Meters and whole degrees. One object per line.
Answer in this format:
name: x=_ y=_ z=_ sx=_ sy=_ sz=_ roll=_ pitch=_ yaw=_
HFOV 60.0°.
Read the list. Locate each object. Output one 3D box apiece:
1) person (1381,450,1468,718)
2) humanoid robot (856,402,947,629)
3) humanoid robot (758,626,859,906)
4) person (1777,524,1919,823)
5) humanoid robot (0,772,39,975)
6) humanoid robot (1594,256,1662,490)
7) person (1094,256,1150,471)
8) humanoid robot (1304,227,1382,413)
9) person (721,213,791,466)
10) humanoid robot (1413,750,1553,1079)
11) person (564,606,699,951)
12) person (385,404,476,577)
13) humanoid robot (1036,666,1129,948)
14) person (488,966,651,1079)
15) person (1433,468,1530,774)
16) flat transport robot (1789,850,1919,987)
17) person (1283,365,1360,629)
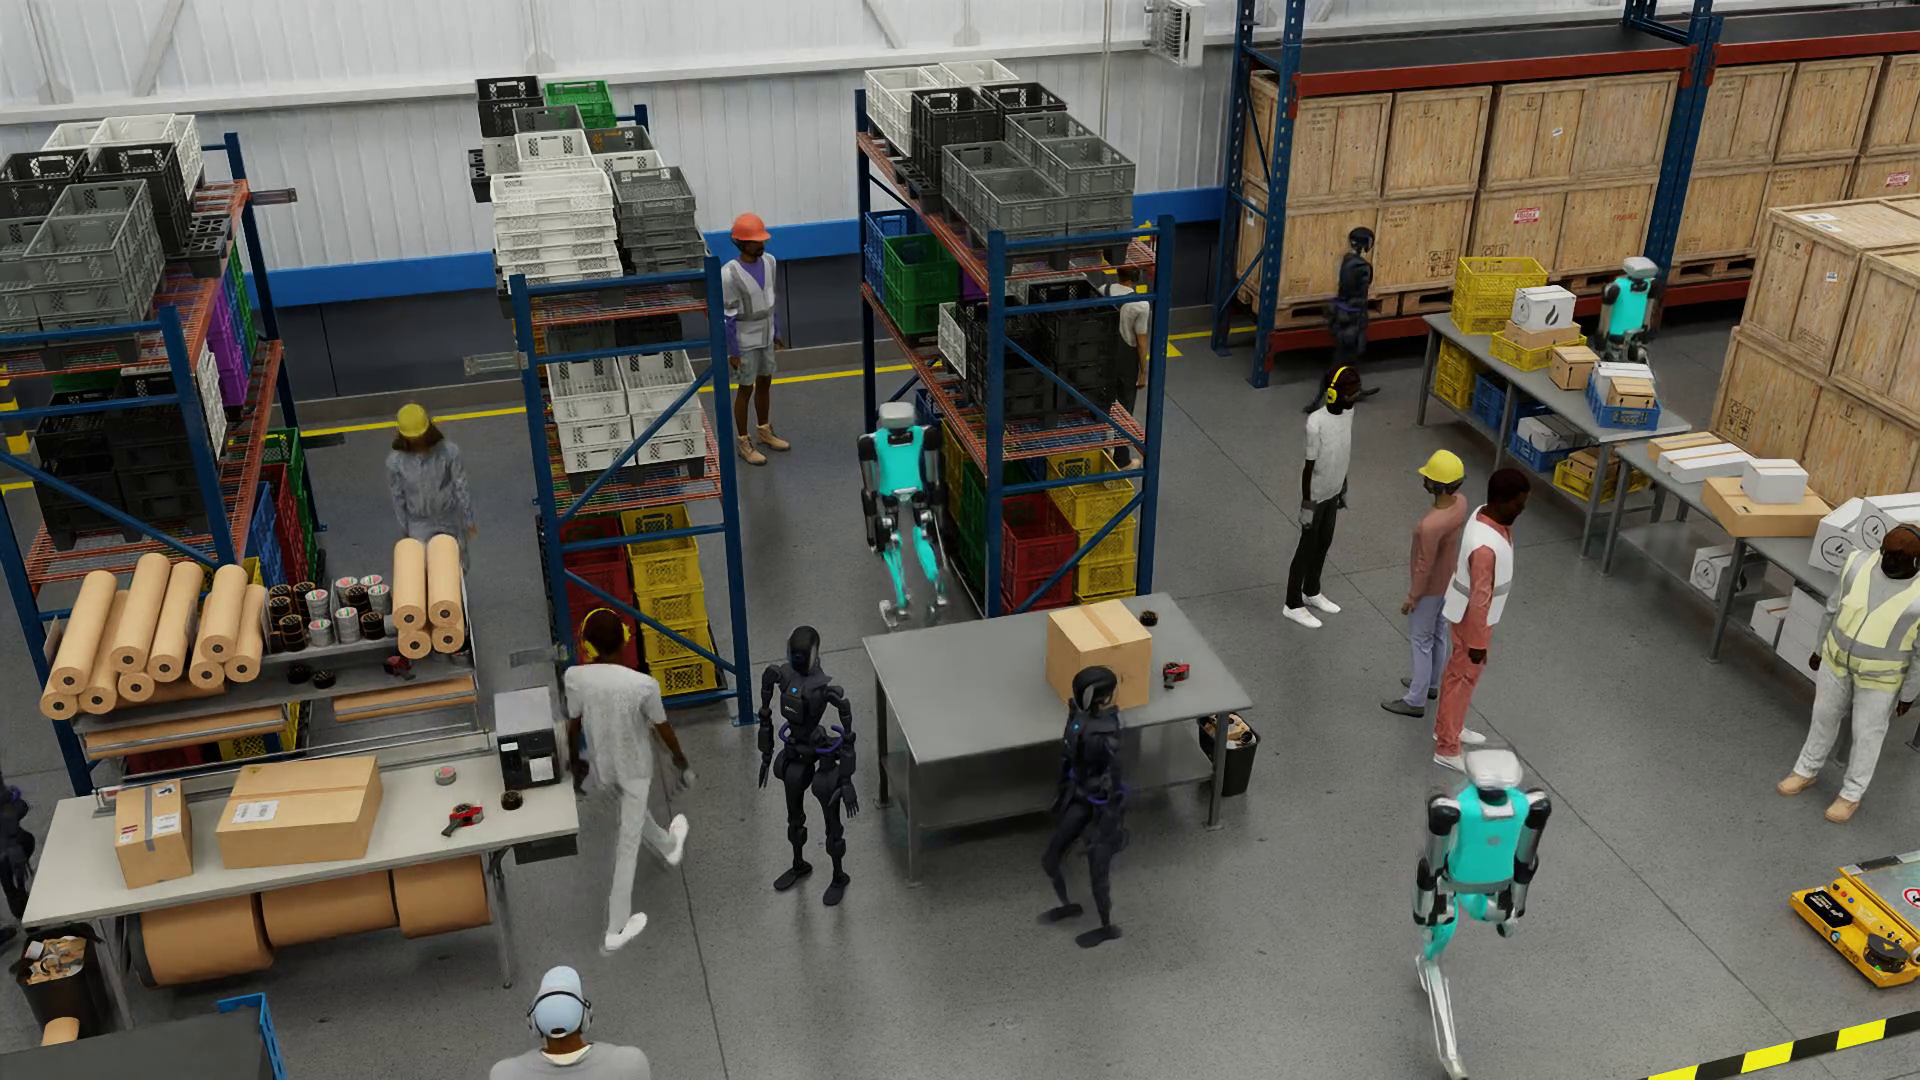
person: x=2.849 y=0.266 z=10.122 sx=0.312 sy=1.769 sz=0.523 roll=20 pitch=35 yaw=32
humanoid robot: x=-0.326 y=0.003 z=10.614 sx=0.551 sy=1.728 sz=1.010 roll=-8 pitch=30 yaw=-13
humanoid robot: x=-0.769 y=1.158 z=8.574 sx=0.599 sy=1.659 sz=0.315 roll=14 pitch=32 yaw=24
person: x=5.025 y=0.722 z=9.231 sx=0.429 sy=1.834 sz=0.631 roll=-17 pitch=33 yaw=-28
humanoid robot: x=-4.758 y=1.419 z=8.116 sx=0.615 sy=1.652 sz=0.351 roll=15 pitch=32 yaw=26
humanoid robot: x=5.317 y=-1.233 z=12.918 sx=0.545 sy=1.814 sz=0.885 roll=-12 pitch=31 yaw=-21
person: x=1.269 y=-1.387 z=13.065 sx=0.498 sy=1.839 sz=0.347 roll=26 pitch=38 yaw=38
humanoid robot: x=3.336 y=-1.859 z=14.112 sx=0.761 sy=1.626 sz=0.600 roll=-5 pitch=29 yaw=-9
person: x=-1.626 y=-1.604 z=13.236 sx=0.367 sy=2.048 sz=0.606 roll=18 pitch=34 yaw=30
humanoid robot: x=2.311 y=1.604 z=7.746 sx=0.546 sy=1.740 sz=1.048 roll=-2 pitch=29 yaw=-3
person: x=-1.659 y=1.135 z=8.498 sx=0.606 sy=1.799 sz=1.000 roll=8 pitch=30 yaw=15
person: x=-3.467 y=-0.158 z=10.939 sx=0.488 sy=1.715 sz=0.654 roll=-12 pitch=31 yaw=-21
humanoid robot: x=0.649 y=1.350 z=8.243 sx=0.387 sy=1.652 sz=0.601 roll=-12 pitch=31 yaw=-20
person: x=-1.402 y=2.348 z=6.245 sx=0.588 sy=1.852 sz=0.374 roll=-5 pitch=29 yaw=-9
person: x=2.991 y=0.449 z=9.638 sx=0.393 sy=1.914 sz=0.589 roll=8 pitch=30 yaw=15
flat transport robot: x=5.163 y=1.916 z=8.676 sx=1.431 sy=0.231 sz=0.659 roll=-8 pitch=30 yaw=-14
person: x=2.421 y=-0.291 z=11.044 sx=0.498 sy=1.861 sz=0.331 roll=-25 pitch=37 yaw=-37
